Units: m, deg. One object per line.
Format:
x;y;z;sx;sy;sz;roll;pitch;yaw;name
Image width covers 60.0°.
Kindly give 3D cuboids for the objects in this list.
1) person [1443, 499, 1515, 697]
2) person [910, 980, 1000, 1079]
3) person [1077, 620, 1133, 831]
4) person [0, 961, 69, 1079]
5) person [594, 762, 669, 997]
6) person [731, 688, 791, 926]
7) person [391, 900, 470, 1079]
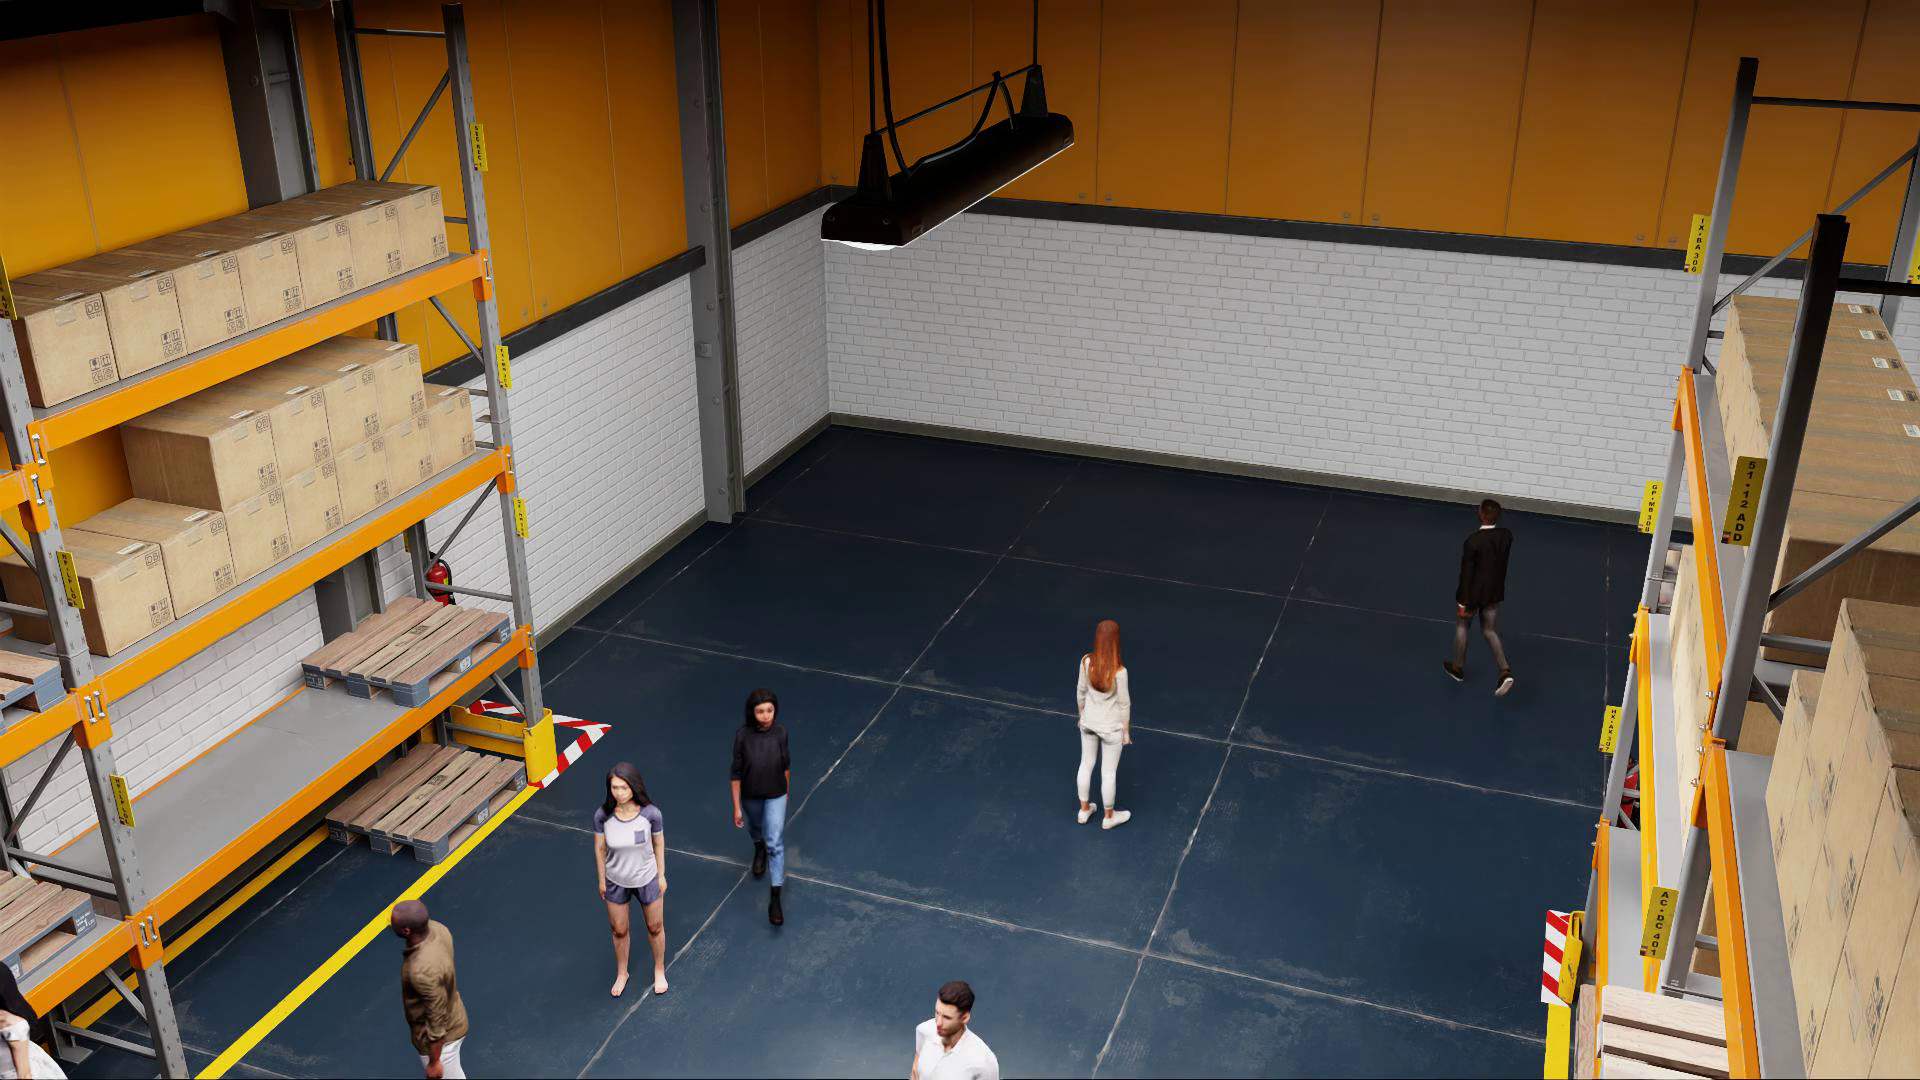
4.608;0.524;14.502;1.037;1.777;1.175;-7;24;-15;person
0.007;3.033;8.702;1.291;1.827;1.035;-21;31;-39;person
1.071;1.398;12.588;0.664;1.710;0.627;16;28;32;person
-4.988;2.975;8.906;0.799;1.769;0.776;-19;30;-36;person
-2.115;2.188;10.786;0.668;1.706;0.654;-2;24;-4;person
-1.407;1.783;11.782;0.941;1.649;1.240;-3;24;-6;person
-2.929;2.757;9.337;0.865;1.824;0.757;-6;24;-14;person
